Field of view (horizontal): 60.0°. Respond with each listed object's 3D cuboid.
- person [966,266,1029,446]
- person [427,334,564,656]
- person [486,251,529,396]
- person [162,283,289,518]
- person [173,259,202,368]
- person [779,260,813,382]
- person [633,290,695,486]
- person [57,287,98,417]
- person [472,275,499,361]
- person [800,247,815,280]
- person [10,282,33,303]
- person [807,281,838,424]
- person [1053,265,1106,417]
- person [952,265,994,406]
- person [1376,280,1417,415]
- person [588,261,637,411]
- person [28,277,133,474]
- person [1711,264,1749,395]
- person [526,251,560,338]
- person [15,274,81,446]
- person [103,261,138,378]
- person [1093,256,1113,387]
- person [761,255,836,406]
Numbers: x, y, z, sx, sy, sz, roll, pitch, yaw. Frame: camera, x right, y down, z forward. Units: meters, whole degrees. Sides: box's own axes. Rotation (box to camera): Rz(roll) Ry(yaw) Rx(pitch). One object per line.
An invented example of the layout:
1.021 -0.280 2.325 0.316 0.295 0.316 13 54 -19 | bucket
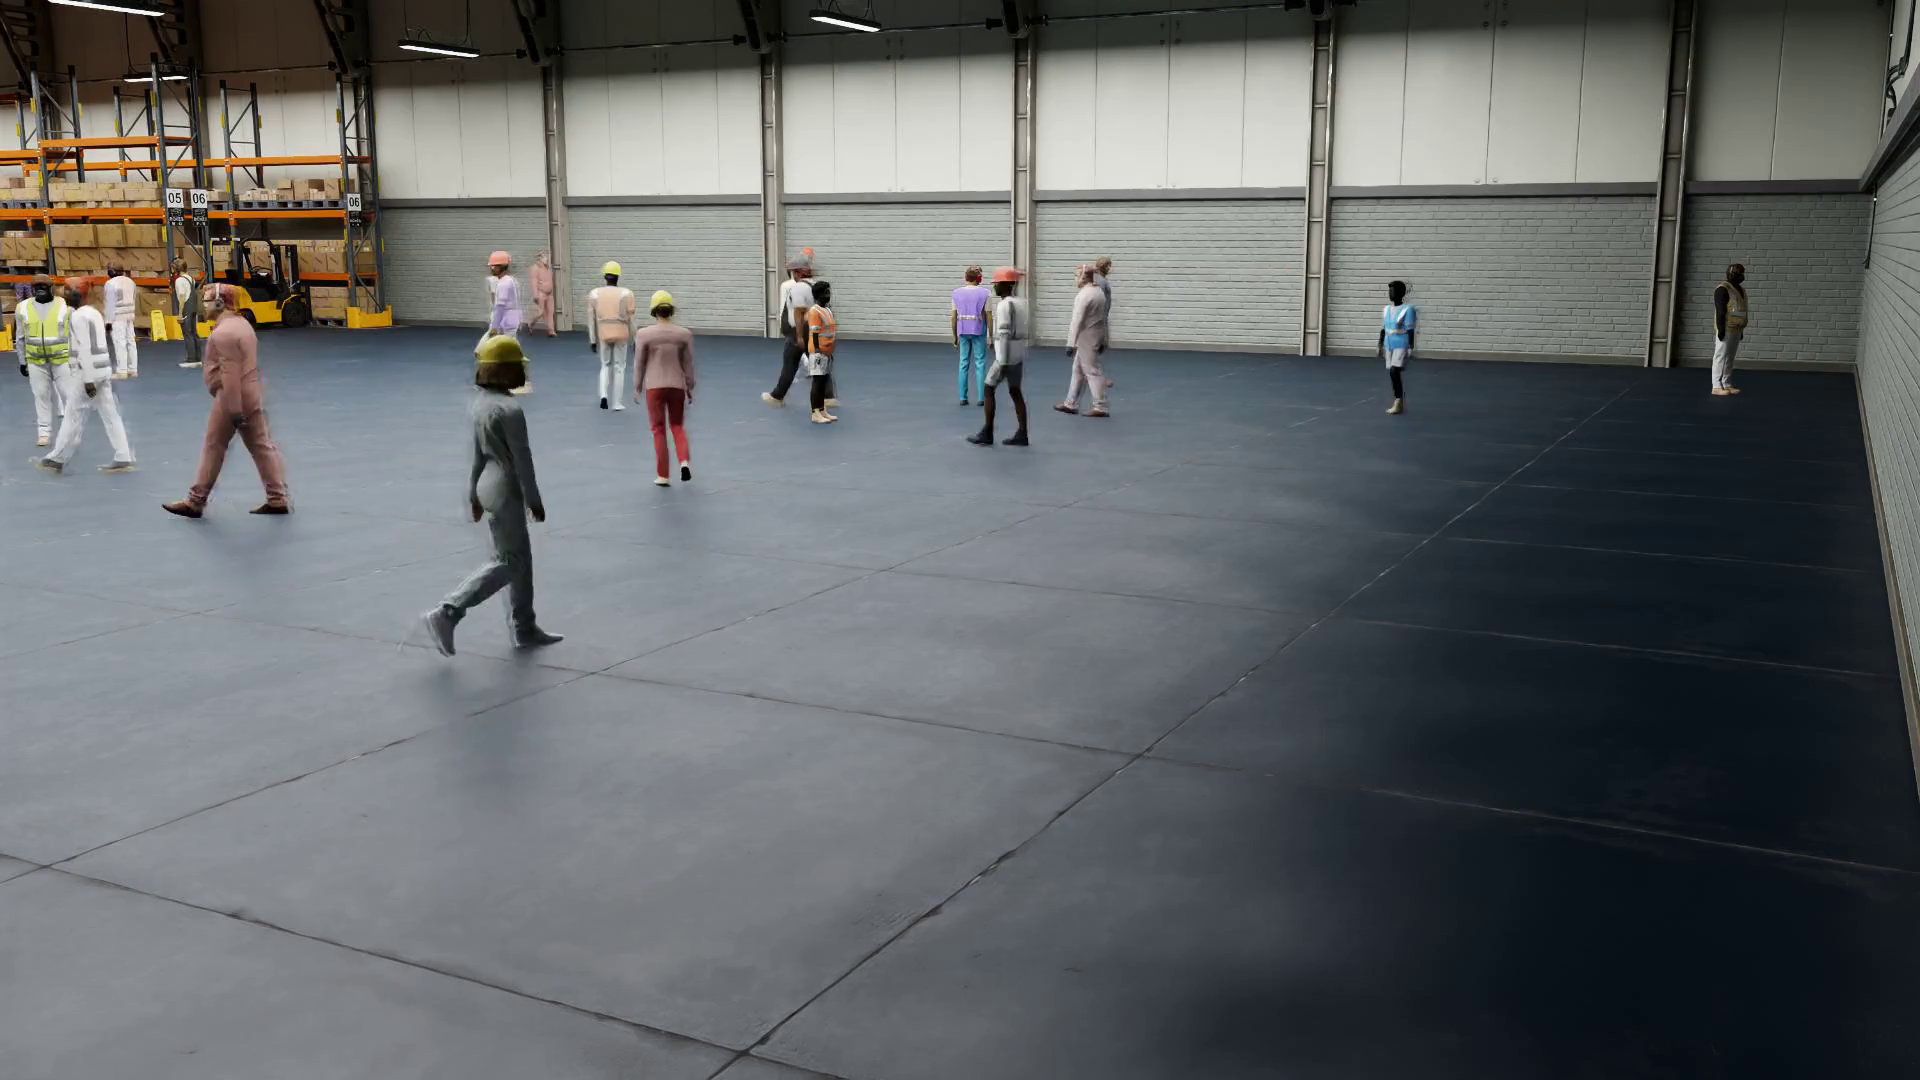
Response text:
0.397 -1.955 17.757 0.794 1.906 0.565 4 11 23 | person
-2.505 -0.231 8.864 0.704 1.719 0.481 -7 12 -32 | person
-6.414 -2.997 23.165 0.800 2.016 0.628 -3 11 -17 | person
-5.886 -1.101 13.250 0.971 1.860 0.659 -1 10 -5 | person
-13.145 -3.848 28.265 0.329 1.842 0.509 0 10 2 | person
-2.500 -3.344 25.453 0.598 1.865 0.461 -9 14 -40 | person
-2.657 -1.353 14.918 0.537 1.756 0.367 -6 12 -29 | person
-11.041 -2.359 20.779 0.545 1.595 0.824 1 10 6 | person
-8.257 -4.077 29.574 0.959 1.830 0.520 3 11 14 | person
-3.214 -5.138 34.903 0.387 1.989 0.608 -2 11 -9 | person
-25.275 -6.918 44.835 0.651 1.907 0.409 -10 14 -43 | person
-1.653 -2.248 19.937 0.318 1.699 0.535 2 11 13 | person
1.467 -2.468 20.668 0.893 1.870 0.675 4 11 23 | person
0.163 -2.683 21.906 0.570 1.843 0.372 4 11 20 | person
5.431 -2.395 20.782 0.494 1.676 0.551 -5 12 -27 | person
-4.431 -2.601 21.286 0.593 1.908 0.407 1 10 4 | person
-8.316 -1.535 15.631 0.940 1.843 0.610 -1 10 -8 | person
10.881 -2.968 23.474 0.621 1.845 0.429 -9 13 -39 | person
-9.176 -5.384 36.517 0.713 1.889 0.654 6 12 29 | person
-9.723 -1.916 17.769 0.629 1.835 0.429 -3 11 -15 | person
-13.221 -3.462 26.161 0.429 1.846 0.627 1 10 8 | person
2.084 -3.246 24.730 0.374 1.939 0.627 0 10 -3 | person
-2.082 -2.755 21.767 1.038 2.000 0.701 4 11 23 | person
